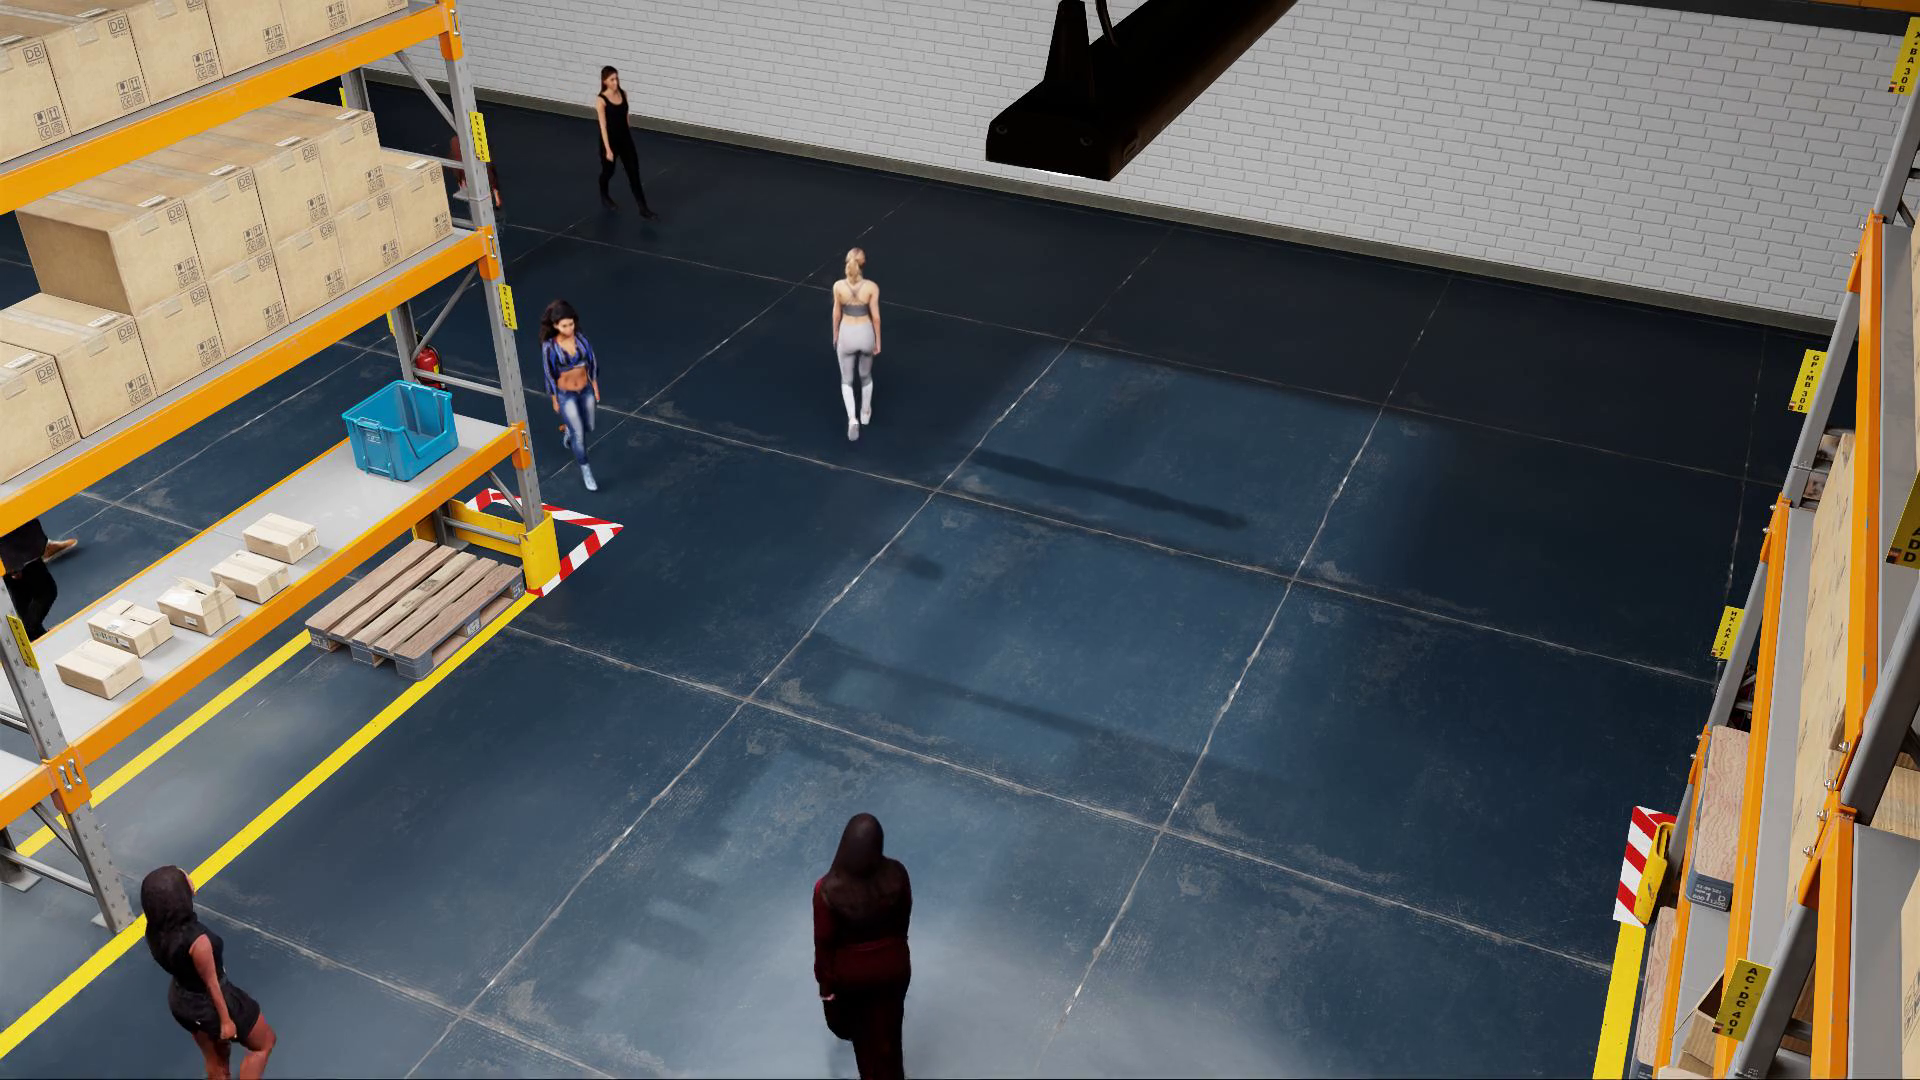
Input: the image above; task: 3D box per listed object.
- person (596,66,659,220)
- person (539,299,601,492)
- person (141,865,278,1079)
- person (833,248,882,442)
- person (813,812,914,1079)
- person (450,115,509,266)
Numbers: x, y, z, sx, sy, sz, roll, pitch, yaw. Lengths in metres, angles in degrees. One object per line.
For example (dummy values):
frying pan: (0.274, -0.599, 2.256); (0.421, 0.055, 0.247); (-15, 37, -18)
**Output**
person: (-3.772, -4.289, 18.001); (0.880, 1.640, 1.142); (25, 41, 33)
person: (-3.126, -1.192, 13.374); (0.955, 1.604, 0.939); (-20, 39, -27)
person: (-3.689, 2.303, 8.003); (0.645, 1.730, 0.647); (20, 39, 28)
person: (-0.879, -1.621, 13.948); (0.848, 1.684, 1.051); (0, 34, -1)
person: (-0.453, 2.186, 8.204); (1.096, 1.701, 1.171); (-13, 36, -19)
person: (-4.840, -3.436, 16.596); (0.692, 1.774, 0.714); (12, 35, 17)
